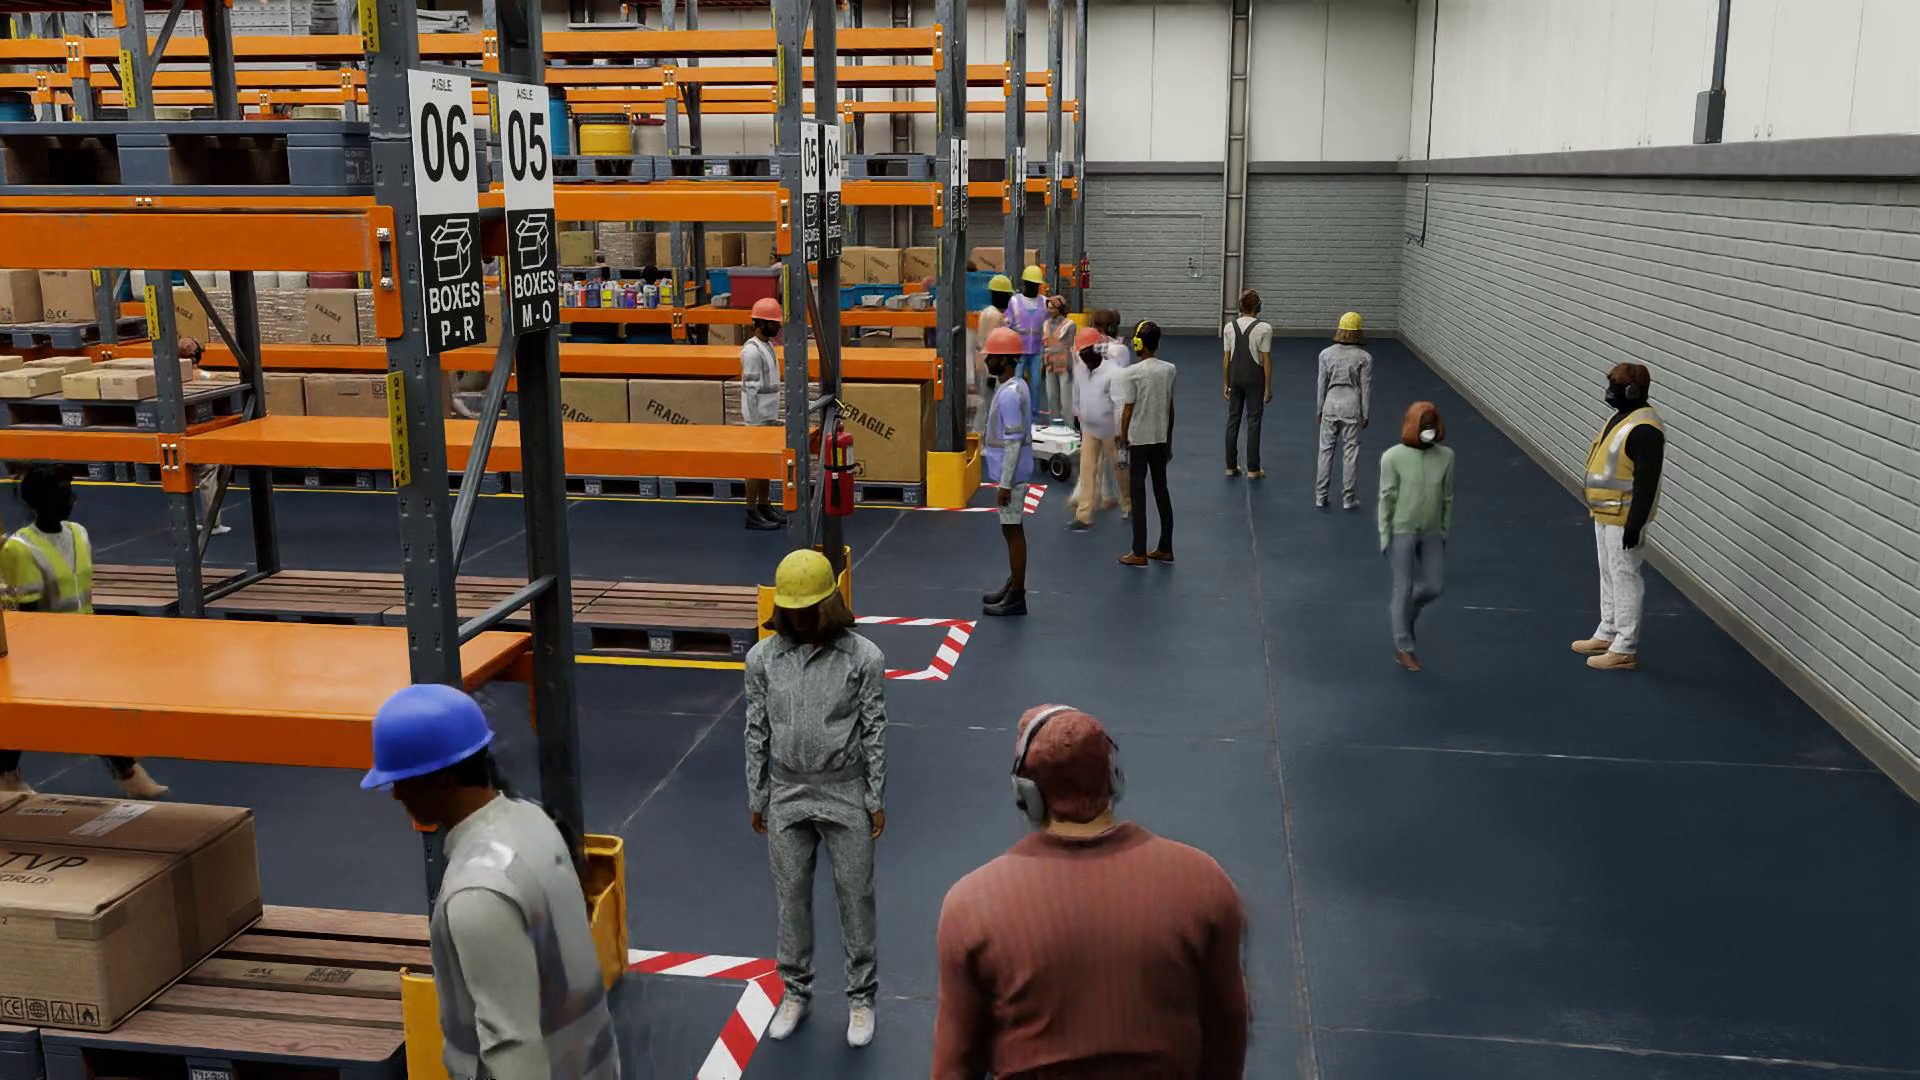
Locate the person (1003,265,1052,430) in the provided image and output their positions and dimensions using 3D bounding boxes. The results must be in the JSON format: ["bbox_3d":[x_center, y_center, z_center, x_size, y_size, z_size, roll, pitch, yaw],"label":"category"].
[{"bbox_3d":[0.767,-2.157,18.908,0.612,1.911,0.397,-4,13,-18],"label":"person"}]

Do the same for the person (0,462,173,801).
[{"bbox_3d":[-4.172,0.459,7.672,0.861,1.653,0.543,3,13,14],"label":"person"}]

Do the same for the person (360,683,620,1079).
[{"bbox_3d":[-1.009,1.230,3.743,1.062,1.859,0.625,0,12,0],"label":"person"}]

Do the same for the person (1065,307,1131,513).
[{"bbox_3d":[1.199,-1.101,14.396,0.821,1.813,0.654,-10,16,-39],"label":"person"}]

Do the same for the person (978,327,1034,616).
[{"bbox_3d":[0.304,-0.452,11.147,0.374,1.939,0.545,1,13,5],"label":"person"}]

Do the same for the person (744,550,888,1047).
[{"bbox_3d":[-0.491,0.874,5.636,0.489,1.731,0.320,1,13,6],"label":"person"}]

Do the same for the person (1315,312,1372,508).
[{"bbox_3d":[3.397,-1.150,14.752,0.498,1.741,0.305,7,14,28],"label":"person"}]

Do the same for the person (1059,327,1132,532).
[{"bbox_3d":[1.189,-0.929,13.879,0.626,1.688,0.874,12,17,43],"label":"person"}]

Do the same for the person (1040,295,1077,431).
[{"bbox_3d":[1.076,-1.853,18.171,0.319,1.630,0.528,-11,16,-40],"label":"person"}]

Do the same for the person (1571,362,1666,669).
[{"bbox_3d":[3.957,-0.147,9.990,0.429,1.842,0.635,1,13,6],"label":"person"}]

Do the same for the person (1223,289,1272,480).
[{"bbox_3d":[2.787,-1.505,16.136,0.503,1.839,0.348,9,15,34],"label":"person"}]

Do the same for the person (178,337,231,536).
[{"bbox_3d":[-6.255,-0.841,13.608,0.509,1.629,0.315,2,13,8],"label":"person"}]

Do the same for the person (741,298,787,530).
[{"bbox_3d":[-1.616,-1.046,13.856,0.387,1.929,0.543,3,13,11],"label":"person"}]

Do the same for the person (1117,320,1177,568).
[{"bbox_3d":[1.411,-0.723,12.560,0.509,1.861,0.325,-8,15,-32],"label":"person"}]

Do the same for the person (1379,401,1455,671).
[{"bbox_3d":[2.721,-0.041,10.022,0.504,1.621,0.431,-3,13,-12],"label":"person"}]

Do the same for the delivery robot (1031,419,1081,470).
[{"bbox_3d":[0.959,-0.941,16.289,0.477,0.478,0.707,-11,17,-41],"label":"delivery robot"}]

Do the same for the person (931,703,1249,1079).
[{"bbox_3d":[0.285,1.278,3.547,0.675,1.868,0.875,-1,13,-3],"label":"person"}]
